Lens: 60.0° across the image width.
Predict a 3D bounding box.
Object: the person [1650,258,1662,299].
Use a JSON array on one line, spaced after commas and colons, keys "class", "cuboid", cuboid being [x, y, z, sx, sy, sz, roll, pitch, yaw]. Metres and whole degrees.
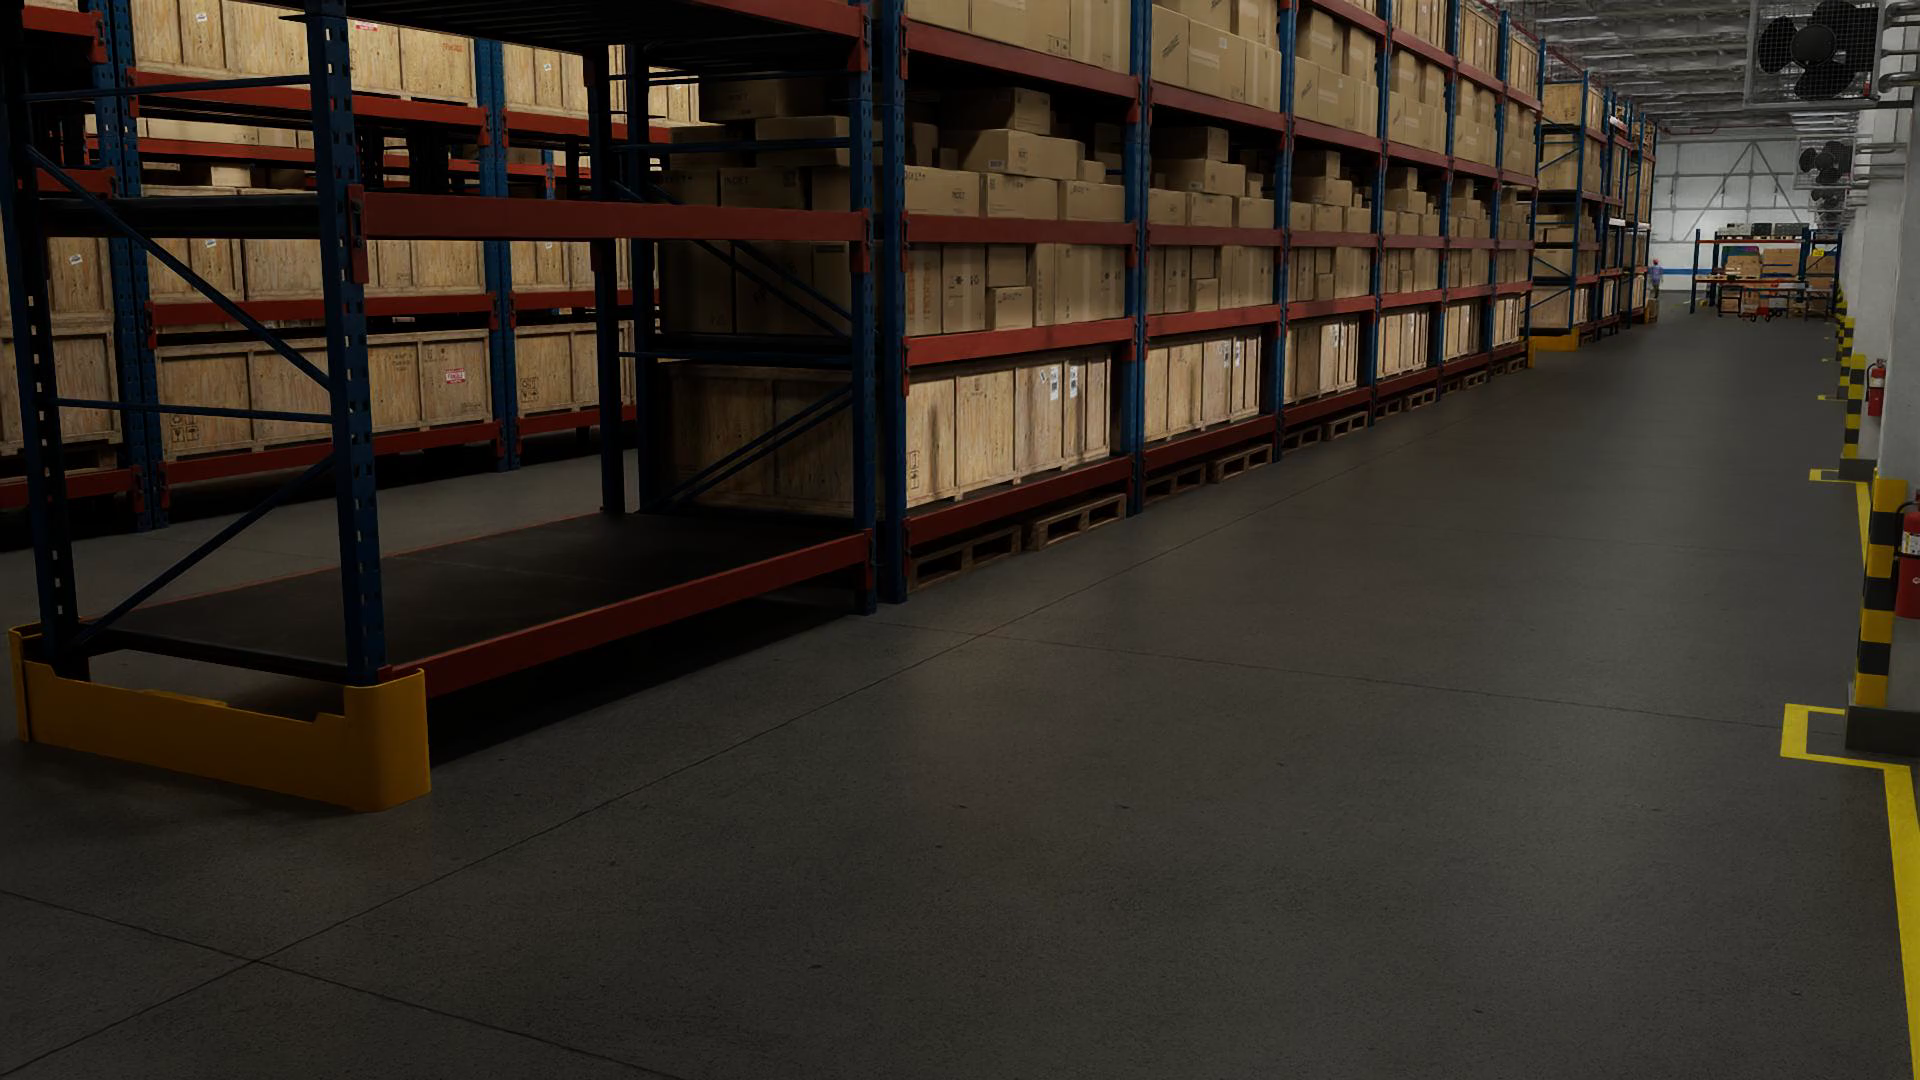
[{"class": "person", "cuboid": [33.141, -12.444, 79.183, 0.589, 1.907, 0.585, 3, 10, 16]}]
